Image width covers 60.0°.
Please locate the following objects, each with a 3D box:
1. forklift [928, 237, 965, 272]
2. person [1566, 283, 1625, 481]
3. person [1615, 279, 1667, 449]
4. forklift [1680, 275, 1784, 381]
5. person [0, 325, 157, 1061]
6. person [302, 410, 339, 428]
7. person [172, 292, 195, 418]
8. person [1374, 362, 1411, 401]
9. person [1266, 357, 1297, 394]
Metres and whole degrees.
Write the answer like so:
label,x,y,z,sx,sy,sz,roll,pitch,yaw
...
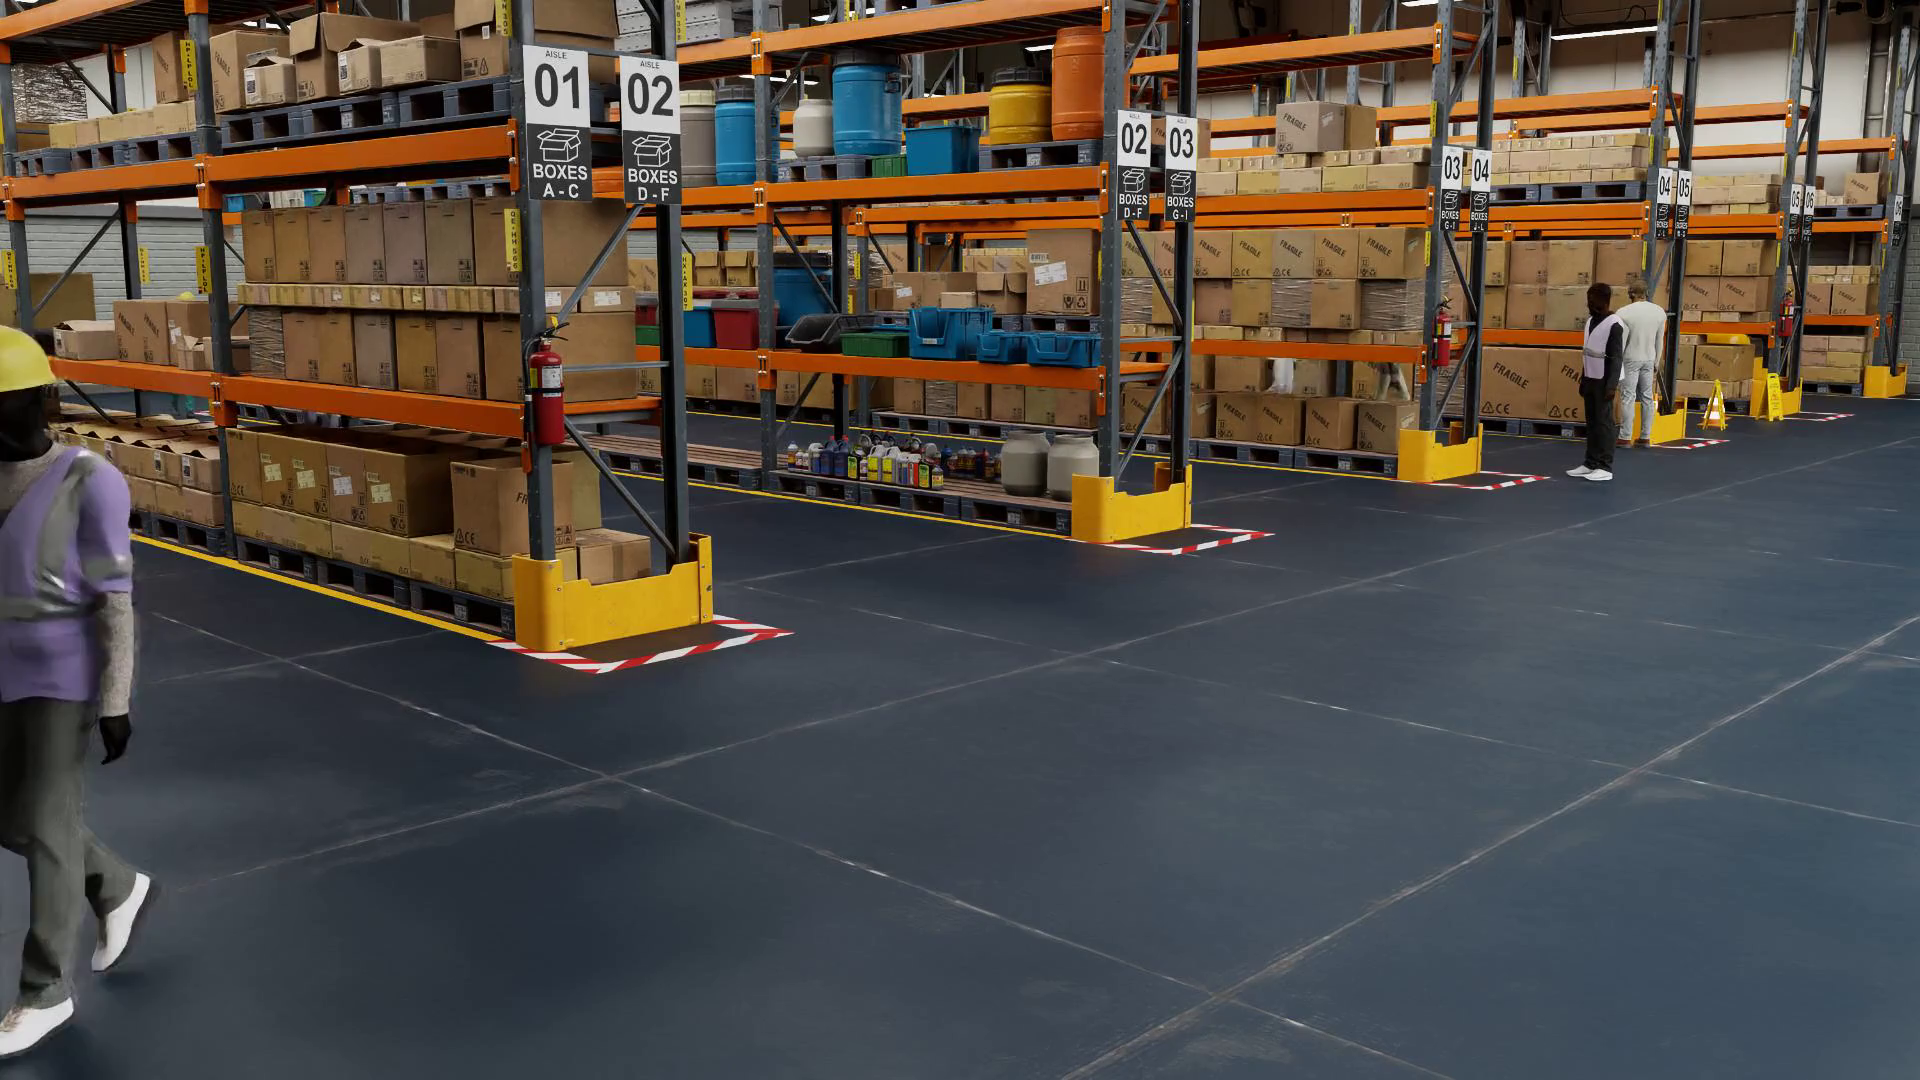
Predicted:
label,x,y,z,sx,sy,sz,roll,pitch,yaw
forklift,-0.326,-5.817,39.609,1.129,2.768,1.873,9,13,43
person,6.268,-1.549,16.274,0.398,1.913,0.588,-1,9,-6
person,7.763,-2.022,19.107,0.627,1.934,0.372,-2,9,-12
forklift,12.480,-3.427,27.053,1.214,2.155,2.313,9,13,43
person,-2.495,0.368,4.539,0.598,1.909,0.735,3,10,17
person,-6.664,-1.625,17.255,0.537,1.749,0.723,-7,12,-38
person,-10.671,-2.551,22.955,0.531,1.739,0.411,-7,12,-38
person,4.813,-1.825,18.221,0.504,1.823,0.957,-9,13,-44
person,4.099,-2.354,21.316,0.549,1.871,0.607,9,13,44
